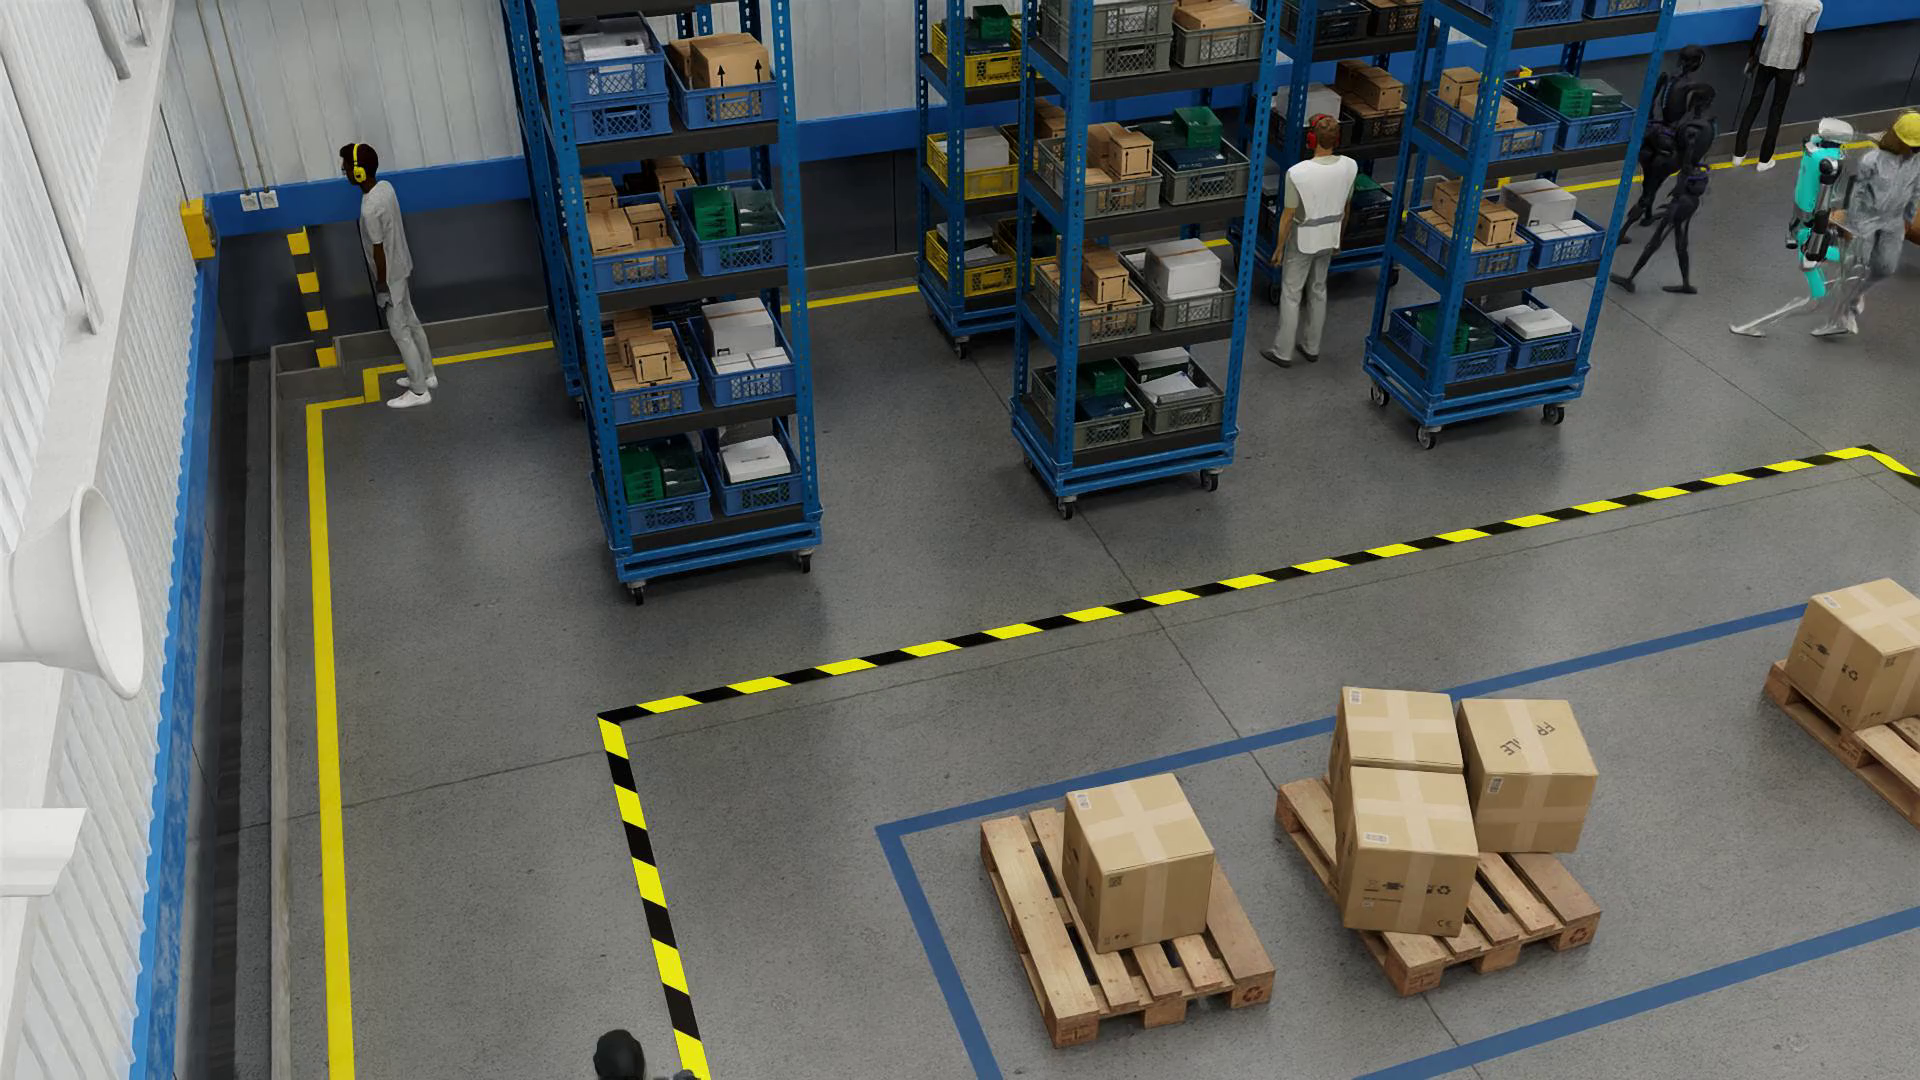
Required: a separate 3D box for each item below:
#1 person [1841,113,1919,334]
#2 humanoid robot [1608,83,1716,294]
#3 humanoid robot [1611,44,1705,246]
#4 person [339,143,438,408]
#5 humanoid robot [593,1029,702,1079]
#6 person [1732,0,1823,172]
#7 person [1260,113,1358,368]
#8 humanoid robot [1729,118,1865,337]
[{"bbox_3d":[6.667,-2.313,12.077,0.529,1.705,0.469,1,35,2],"label":"person"},{"bbox_3d":[5.441,-2.663,12.632,0.675,1.625,0.606,16,38,22],"label":"humanoid robot"},{"bbox_3d":[5.670,-3.188,13.392,0.777,1.620,0.593,-16,38,-21],"label":"humanoid robot"},{"bbox_3d":[-3.843,-1.773,11.190,0.320,1.865,0.516,-2,35,-3],"label":"person"},{"bbox_3d":[-1.017,2.269,5.608,0.596,1.645,0.430,-18,39,-24],"label":"humanoid robot"},{"bbox_3d":[7.168,-4.162,14.582,0.511,1.858,0.333,26,43,32],"label":"person"},{"bbox_3d":[2.458,-2.062,11.627,0.569,1.831,0.406,-15,38,-21],"label":"person"},{"bbox_3d":[6.244,-2.136,11.845,1.043,1.755,0.546,4,35,5],"label":"humanoid robot"}]
